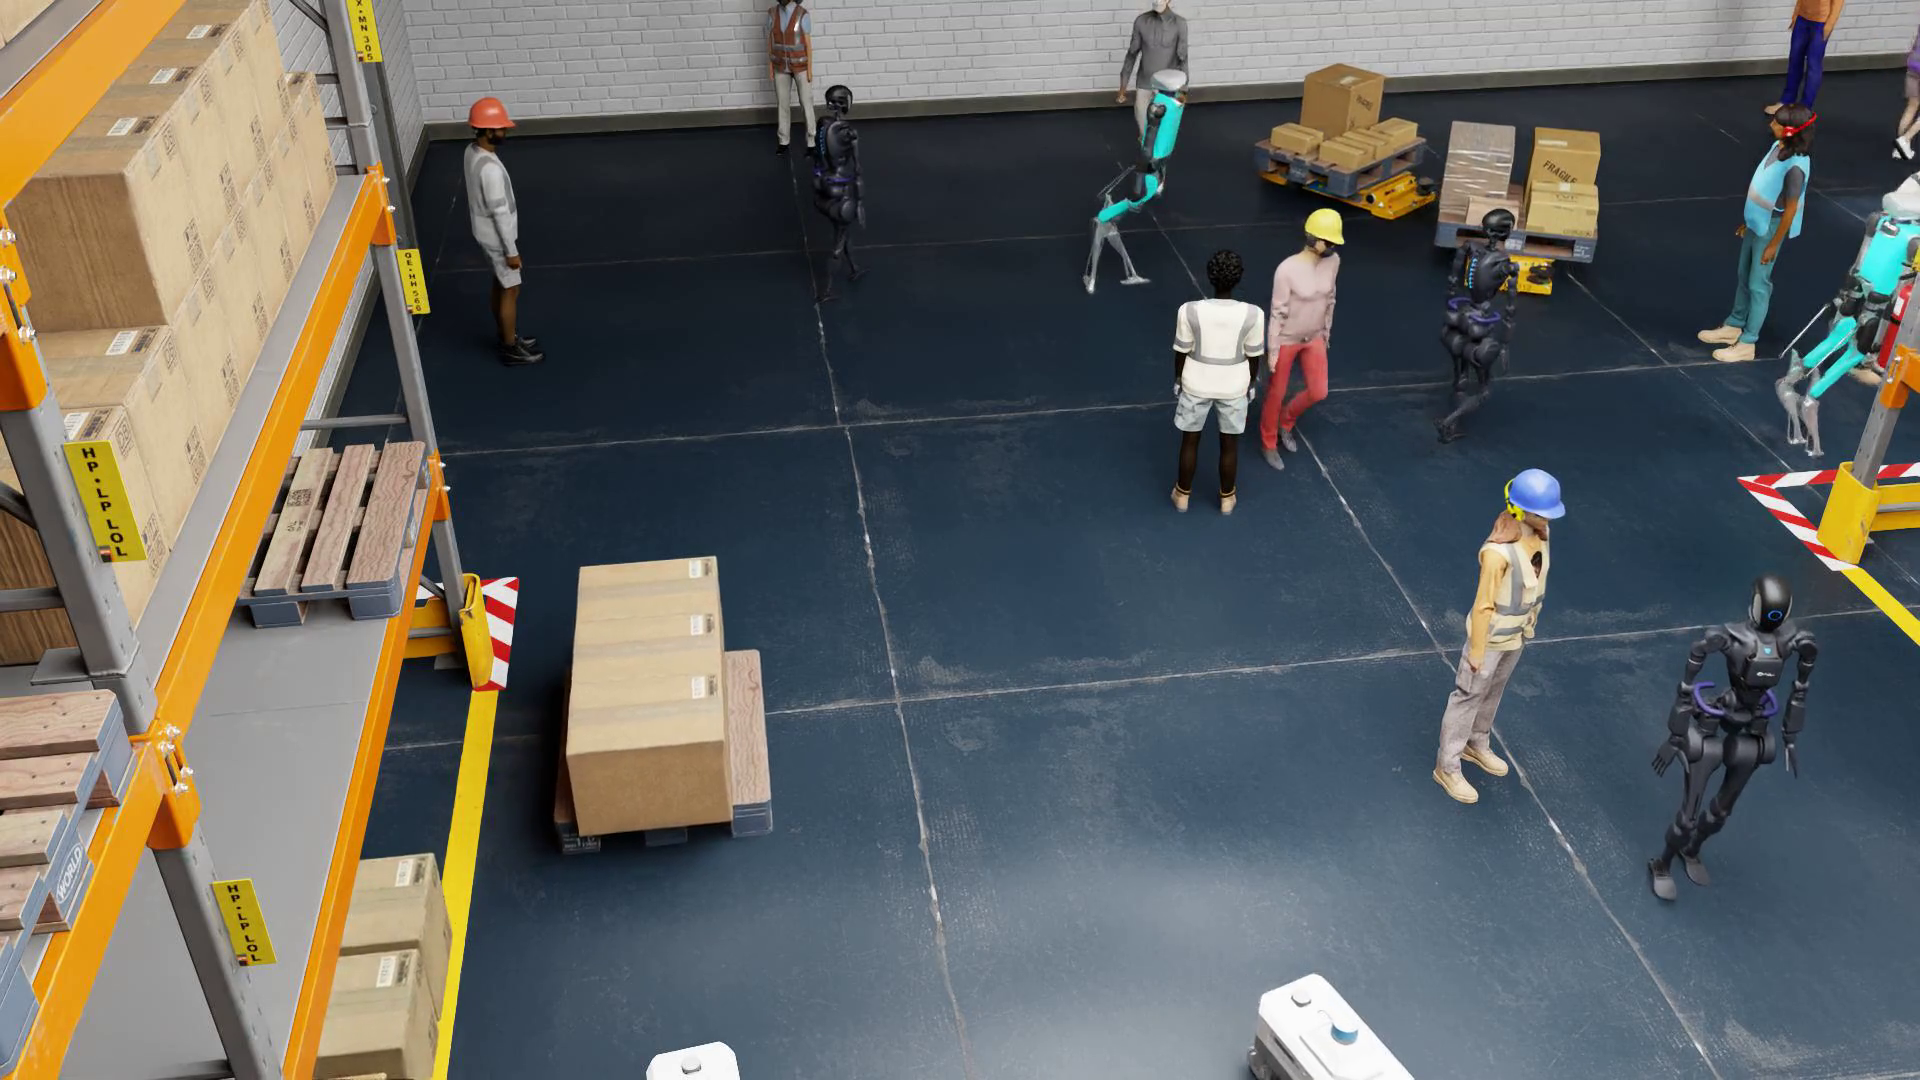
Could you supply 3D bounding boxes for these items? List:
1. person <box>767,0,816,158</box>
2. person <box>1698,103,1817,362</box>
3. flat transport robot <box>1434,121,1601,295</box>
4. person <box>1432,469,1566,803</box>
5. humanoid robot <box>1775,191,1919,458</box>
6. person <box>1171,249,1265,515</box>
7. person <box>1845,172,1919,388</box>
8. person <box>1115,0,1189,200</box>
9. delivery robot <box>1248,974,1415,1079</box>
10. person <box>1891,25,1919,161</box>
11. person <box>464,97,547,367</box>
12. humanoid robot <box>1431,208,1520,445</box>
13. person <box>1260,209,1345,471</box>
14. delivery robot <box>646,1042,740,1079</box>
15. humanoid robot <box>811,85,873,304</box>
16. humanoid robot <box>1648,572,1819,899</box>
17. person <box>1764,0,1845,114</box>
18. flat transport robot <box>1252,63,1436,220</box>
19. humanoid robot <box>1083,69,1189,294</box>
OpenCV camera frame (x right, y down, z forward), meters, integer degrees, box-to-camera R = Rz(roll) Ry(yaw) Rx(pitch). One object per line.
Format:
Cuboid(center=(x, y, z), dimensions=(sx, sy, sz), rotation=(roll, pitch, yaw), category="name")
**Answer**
Cuboid(center=(-1.544, -4.332, 15.199), dimensions=(0.425, 1.681, 0.310), rotation=(10, 34, 14), category="person")
Cuboid(center=(5.659, -2.156, 11.693), dimensions=(0.392, 1.869, 0.527), rotation=(2, 33, 4), category="person")
Cuboid(center=(4.472, -2.390, 13.515), dimensions=(0.659, 0.231, 1.431), rotation=(9, 34, 14), category="flat transport robot")
Cuboid(center=(2.547, 0.439, 7.798), dimensions=(0.478, 1.776, 0.318), rotation=(-27, 42, -35), category="person")
Cuboid(center=(5.547, -1.311, 10.534), dimensions=(0.676, 1.804, 0.537), rotation=(-4, 33, -7), category="humanoid robot")
Cuboid(center=(1.530, -0.924, 9.969), dimensions=(0.534, 1.692, 0.320), rotation=(4, 33, 6), category="person")
Cuboid(center=(6.452, -1.879, 11.302), dimensions=(0.542, 1.827, 0.430), rotation=(-17, 37, -24), category="person")
Cuboid(center=(1.656, -3.910, 14.363), dimensions=(0.587, 1.882, 0.544), rotation=(16, 36, 22), category="person")
Cuboid(center=(1.455, 2.056, 6.427), dimensions=(0.499, 0.580, 0.757), rotation=(-15, 36, -22), category="delivery robot")
Cuboid(center=(8.788, -4.250, 15.069), dimensions=(0.401, 1.679, 0.504), rotation=(-14, 36, -20), category="person")
Cuboid(center=(-3.193, -2.134, 11.612), dimensions=(0.388, 1.926, 0.546), rotation=(-16, 36, -23), category="person")
Cuboid(center=(3.229, -1.332, 10.610), dimensions=(0.459, 1.646, 0.601), rotation=(-18, 37, -25), category="humanoid robot")
Cuboid(center=(2.123, -1.238, 10.399), dimensions=(0.576, 1.740, 0.386), rotation=(-15, 36, -22), category="person")
Cuboid(center=(-0.938, 2.258, 6.128), dimensions=(0.499, 0.592, 0.774), rotation=(-9, 34, -13), category="delivery robot")
Cuboid(center=(-0.884, -2.650, 12.640), dimensions=(0.675, 1.633, 0.616), rotation=(-25, 40, -32), category="humanoid robot")
Cuboid(center=(3.369, 0.864, 7.238), dimensions=(0.609, 1.656, 0.372), rotation=(1, 33, 1), category="humanoid robot")
Cuboid(center=(8.227, -5.037, 16.017), dimensions=(0.398, 1.974, 0.517), rotation=(-11, 35, -16), category="person")
Cuboid(center=(3.424, -3.194, 14.746), dimensions=(0.659, 0.231, 1.431), rotation=(-28, 42, -36), category="flat transport robot")
Cuboid(center=(1.239, -2.748, 12.715), dimensions=(0.883, 1.764, 0.597), rotation=(18, 37, 25), category="humanoid robot")
